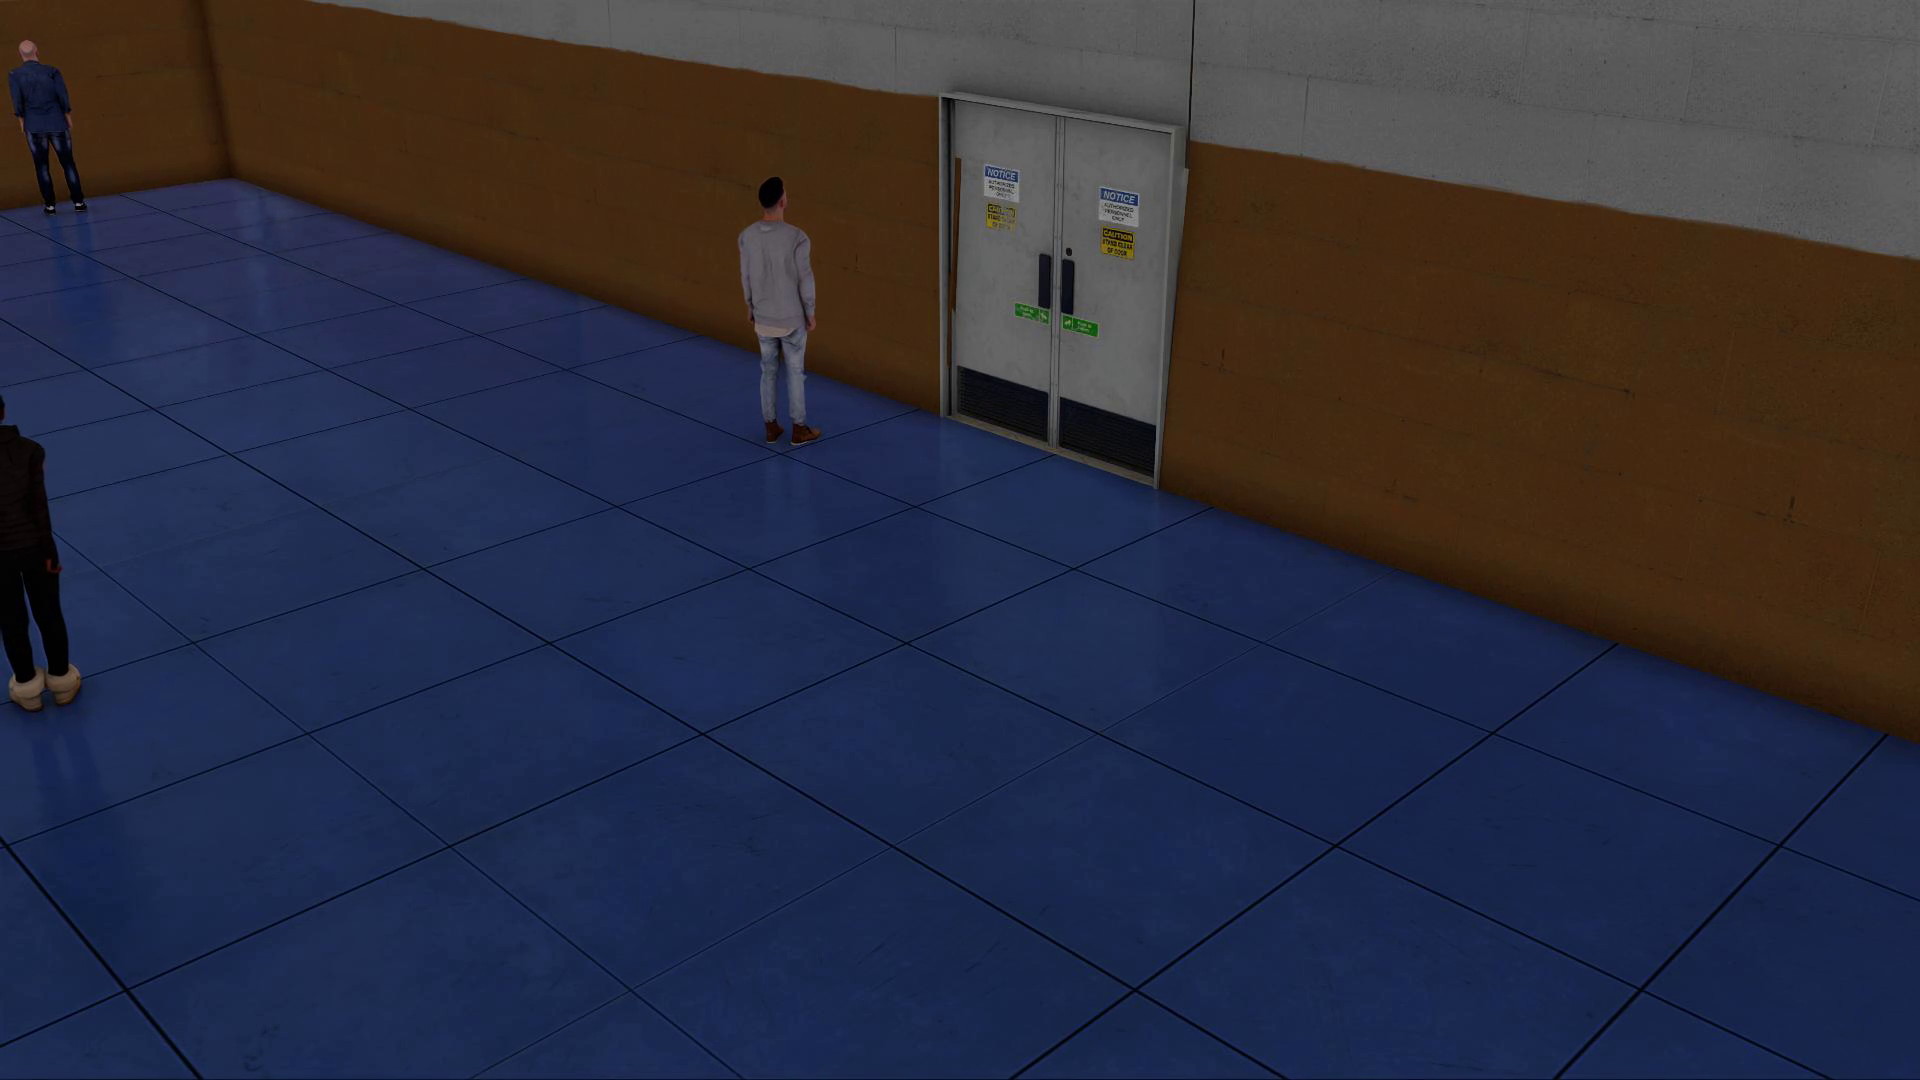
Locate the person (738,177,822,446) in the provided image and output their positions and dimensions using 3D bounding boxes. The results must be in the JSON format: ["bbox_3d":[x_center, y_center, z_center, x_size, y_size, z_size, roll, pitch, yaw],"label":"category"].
[{"bbox_3d":[-1.216,-1.542,11.256,0.766,1.841,0.741,8,25,17],"label":"person"}]

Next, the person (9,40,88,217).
[{"bbox_3d":[-9.808,-4.424,17.860,0.627,1.826,0.829,-13,27,-27],"label":"person"}]

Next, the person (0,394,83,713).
[{"bbox_3d":[-4.436,0.058,7.823,0.670,1.661,0.619,9,25,19],"label":"person"}]
